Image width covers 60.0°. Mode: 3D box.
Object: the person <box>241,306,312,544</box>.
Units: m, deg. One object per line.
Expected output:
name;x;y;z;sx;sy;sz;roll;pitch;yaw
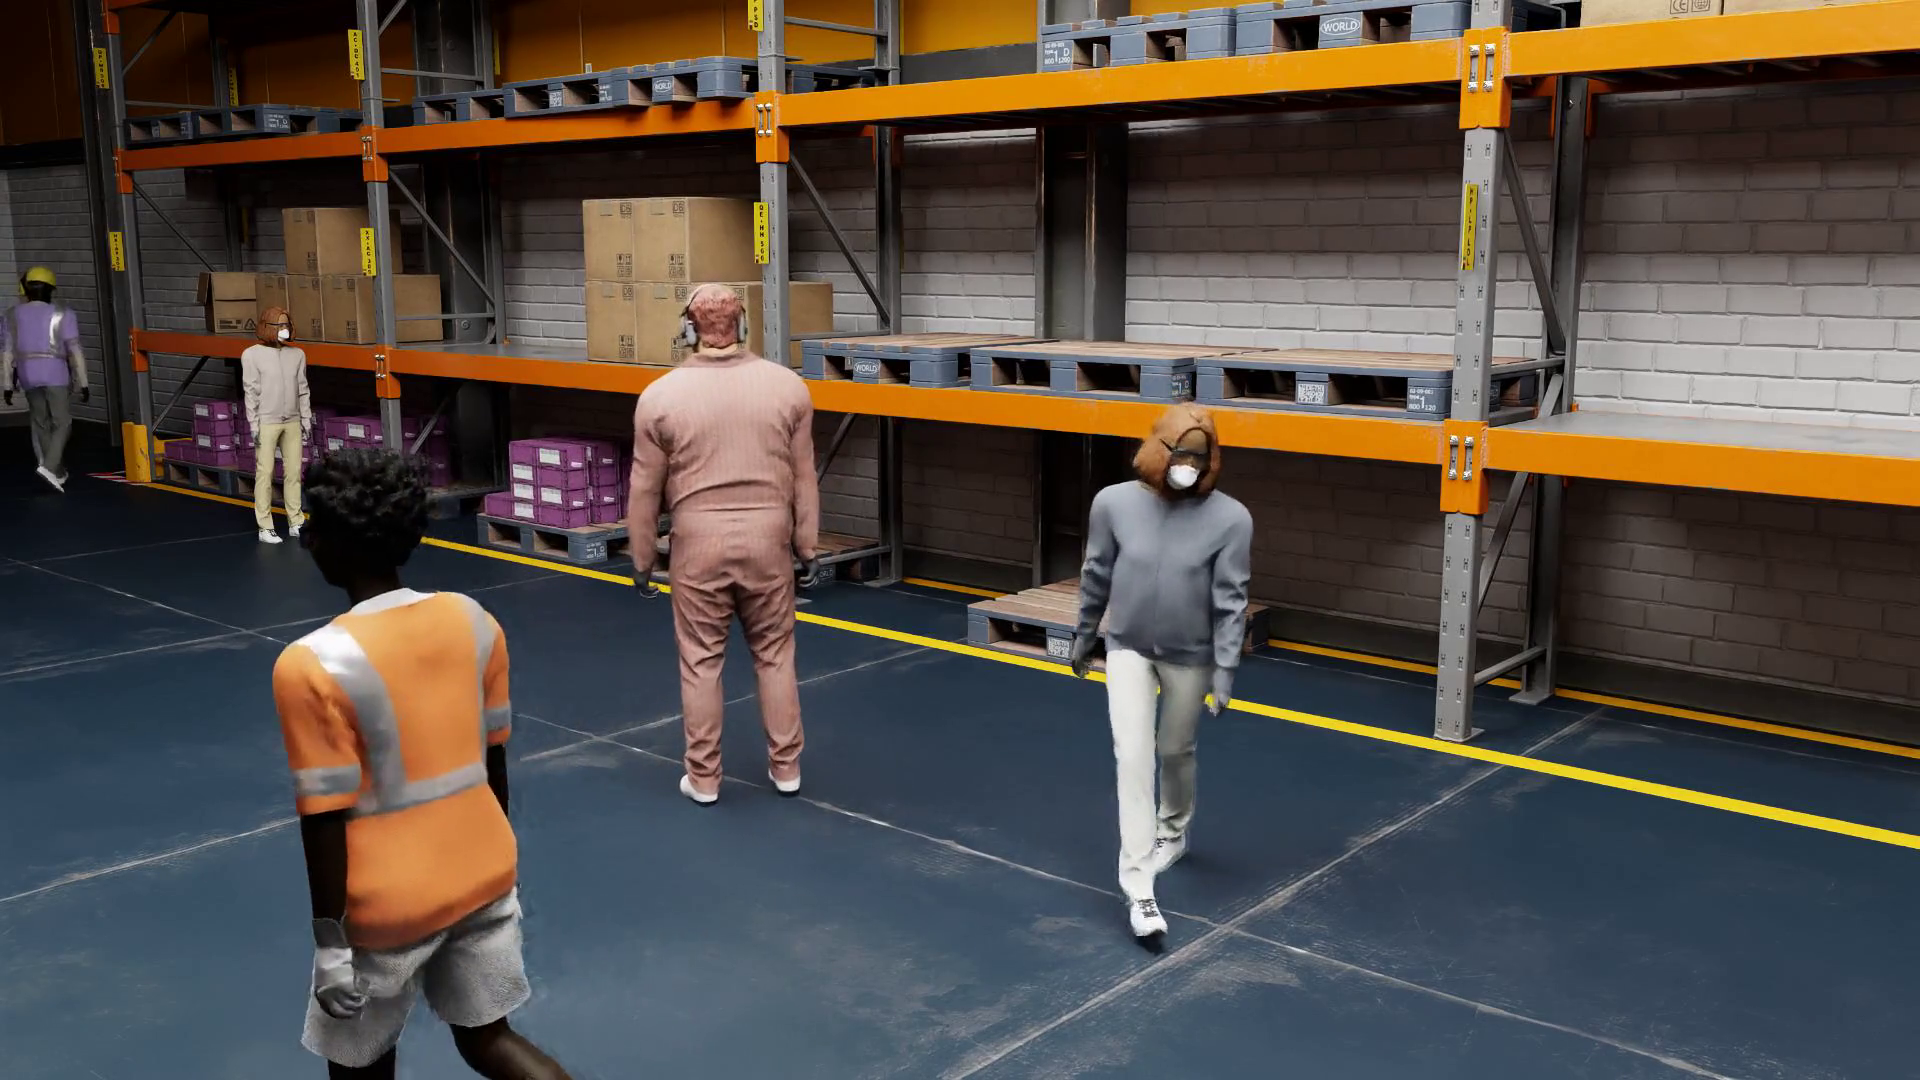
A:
person;-4.704;-0.795;11.490;0.277;1.629;0.497;7;12;33

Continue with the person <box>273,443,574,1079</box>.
person;-0.923;0.660;3.069;0.689;1.674;0.542;5;11;24

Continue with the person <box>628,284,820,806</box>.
person;-0.850;0.032;6.013;0.674;1.898;0.429;-3;10;-16

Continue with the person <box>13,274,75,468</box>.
person;-8.345;-1.519;15.069;0.538;1.827;0.967;-5;11;-26

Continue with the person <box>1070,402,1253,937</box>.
person;0.597;0.358;5.053;0.550;1.571;0.852;2;10;11

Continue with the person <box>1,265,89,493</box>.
person;-7.660;-1.351;13.916;0.627;1.890;0.861;-1;10;-8
